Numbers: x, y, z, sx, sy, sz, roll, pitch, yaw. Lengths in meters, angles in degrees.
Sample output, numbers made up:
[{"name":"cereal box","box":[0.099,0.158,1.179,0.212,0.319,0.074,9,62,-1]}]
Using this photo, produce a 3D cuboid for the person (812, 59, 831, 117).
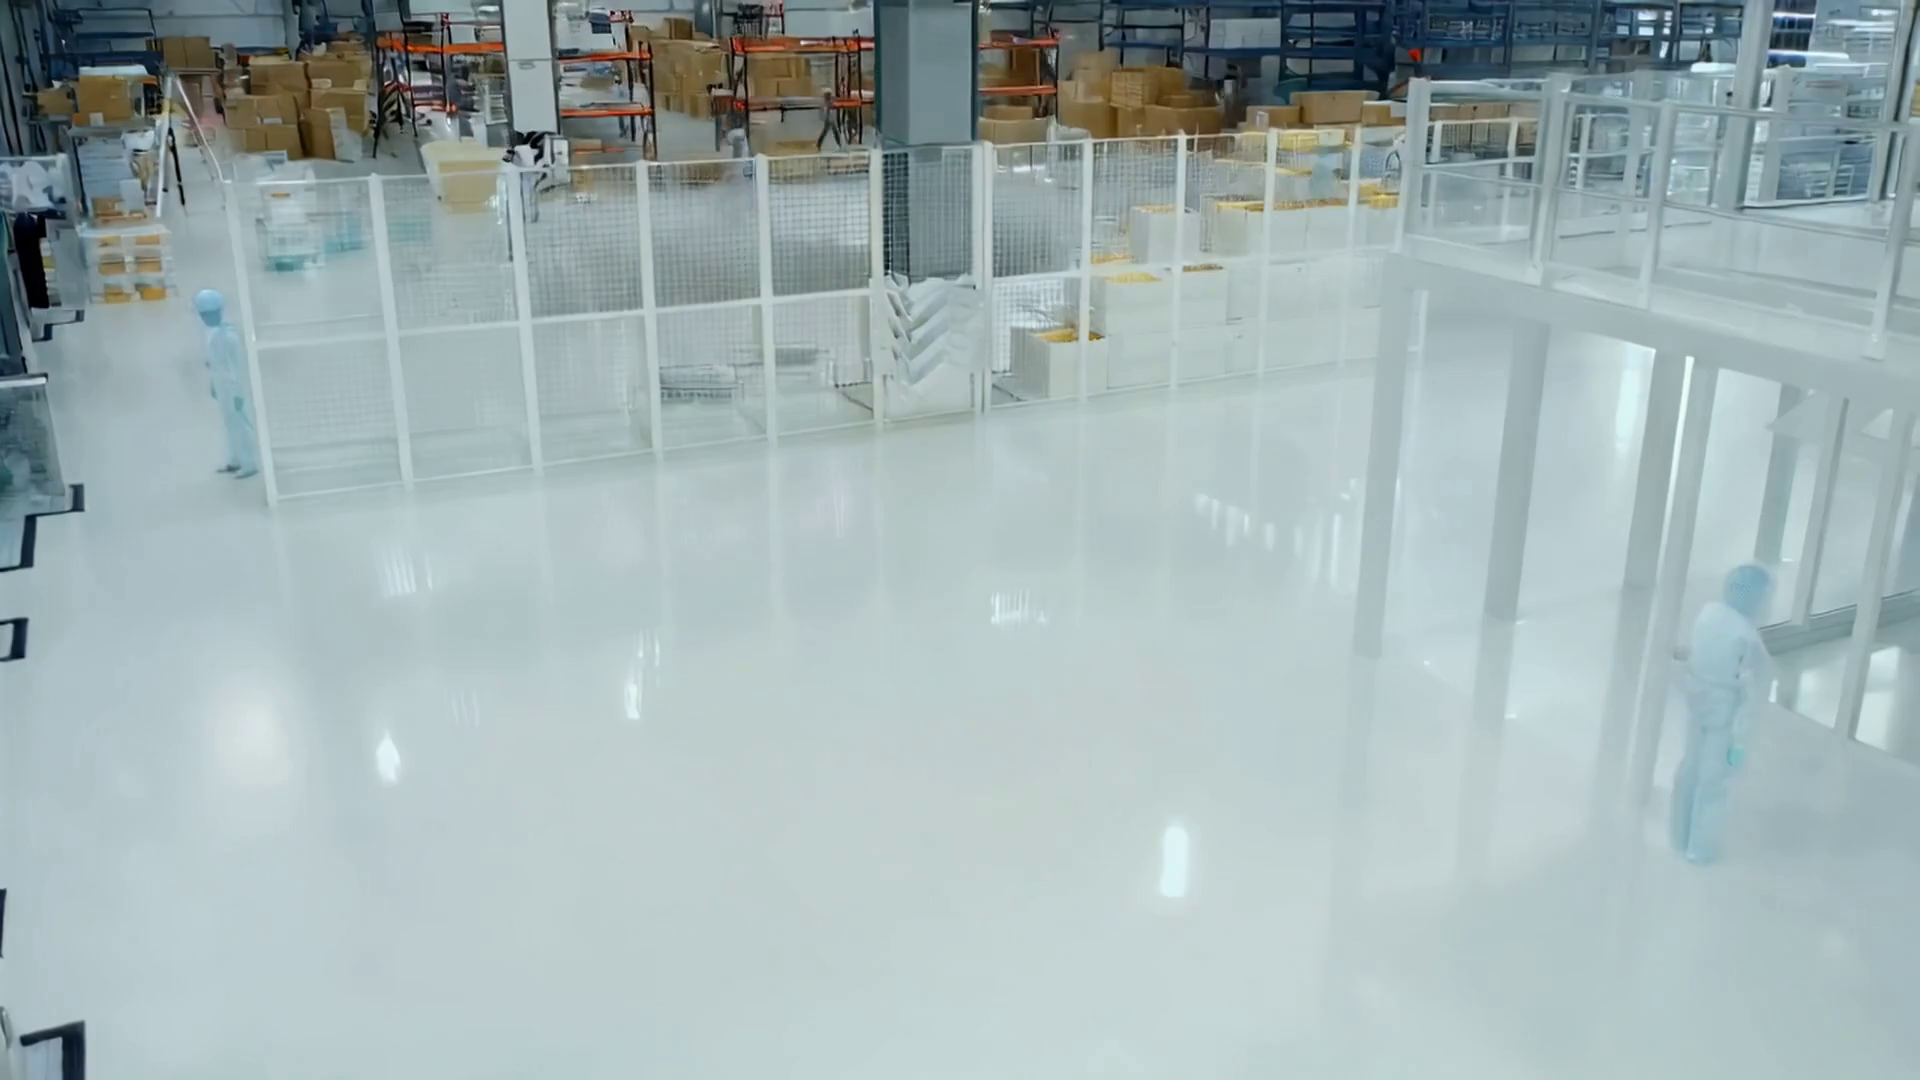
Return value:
[{"name":"person","box":[-4.744,-15.499,57.050,0.625,1.930,0.397,-4,19,-12]}]

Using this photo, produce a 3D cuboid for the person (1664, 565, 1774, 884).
[{"name":"person","box":[4.273,1.009,9.316,0.429,1.841,0.634,1,19,2]}]

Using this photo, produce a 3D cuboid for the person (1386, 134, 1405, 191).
[{"name":"person","box":[8.343,-6.738,31.626,0.548,1.936,0.378,-8,21,-22]}]

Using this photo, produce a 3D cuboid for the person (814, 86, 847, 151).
[{"name":"person","box":[-3.671,-11.734,46.335,0.967,1.802,0.518,-9,21,-25]}]

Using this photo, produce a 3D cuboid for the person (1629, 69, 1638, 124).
[{"name":"person","box":[22.122,-14.550,54.546,0.353,1.757,0.524,2,19,7]}]

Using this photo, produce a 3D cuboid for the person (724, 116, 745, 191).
[{"name":"person","box":[-5.194,-8.900,38.264,0.519,1.682,0.548,7,20,20]}]

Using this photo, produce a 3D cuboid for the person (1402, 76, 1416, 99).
[{"name":"person","box":[12.734,-12.039,46.836,0.683,2.000,0.612,1,19,3]}]

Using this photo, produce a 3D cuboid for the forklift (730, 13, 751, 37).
[{"name":"forklift","box":[-10.475,-23.842,79.782,1.129,2.768,1.873,-9,21,-25]}]

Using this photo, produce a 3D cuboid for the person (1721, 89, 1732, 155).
[{"name":"person","box":[19.330,-10.350,42.010,0.395,1.993,0.614,12,23,32]}]

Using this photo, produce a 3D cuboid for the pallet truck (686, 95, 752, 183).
[{"name":"pallet truck","box":[-5.836,-9.608,39.856,0.823,1.965,1.885,10,22,27]}]

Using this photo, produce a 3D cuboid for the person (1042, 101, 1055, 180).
[{"name":"person","box":[2.148,-9.619,40.083,0.309,1.868,0.535,0,19,0]}]

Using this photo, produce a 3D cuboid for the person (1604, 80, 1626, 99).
[{"name":"person","box":[19.053,-12.534,48.417,0.721,1.940,0.493,4,20,13]}]

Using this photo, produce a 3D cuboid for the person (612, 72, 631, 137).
[{"name":"person","box":[-10.220,-13.142,50.210,0.589,1.923,0.383,-14,23,-35]}]

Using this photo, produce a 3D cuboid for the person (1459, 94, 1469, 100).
[{"name":"person","box":[12.584,-10.296,41.987,0.556,1.911,0.827,-9,21,-24]}]

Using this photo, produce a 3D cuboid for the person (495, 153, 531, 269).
[{"name":"person","box":[-7.598,-5.582,28.281,0.624,1.940,0.413,-14,23,-35]}]

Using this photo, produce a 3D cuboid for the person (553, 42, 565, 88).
[{"name":"person","box":[-17.019,-20.111,70.442,0.662,1.904,0.469,10,21,27]}]

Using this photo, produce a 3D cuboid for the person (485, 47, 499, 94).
[{"name":"person","box":[-18.460,-18.469,65.632,0.542,1.938,0.357,-12,22,-30]}]

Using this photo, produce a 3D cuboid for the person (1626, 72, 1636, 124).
[{"name":"person","box":[22.052,-14.481,54.457,0.619,1.681,0.543,-12,22,-30]}]

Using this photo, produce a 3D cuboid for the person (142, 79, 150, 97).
[{"name":"person","box":[-25.072,-13.436,51.507,0.525,1.631,0.319,9,21,24]}]

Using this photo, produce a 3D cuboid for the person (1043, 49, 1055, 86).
[{"name":"person","box":[3.741,-20.313,71.056,0.699,1.894,0.606,11,22,28]}]

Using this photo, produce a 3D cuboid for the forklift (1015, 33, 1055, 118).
[{"name":"forklift","box":[2.193,-15.552,55.752,1.873,2.768,1.129,-9,21,-25]}]

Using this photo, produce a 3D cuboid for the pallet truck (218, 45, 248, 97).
[{"name":"pallet truck","box":[-28.879,-18.665,66.111,0.823,1.965,1.885,-3,19,-9]}]

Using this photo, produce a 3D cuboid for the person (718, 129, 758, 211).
[{"name":"person","box":[-4.694,-7.765,34.941,0.774,1.719,0.492,-6,20,-18]}]

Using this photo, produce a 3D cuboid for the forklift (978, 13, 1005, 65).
[{"name":"forklift","box":[1.123,-23.530,78.880,1.873,2.768,1.129,6,20,17]}]

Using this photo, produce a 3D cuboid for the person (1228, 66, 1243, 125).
[{"name":"person","box":[9.038,-14.444,54.088,0.645,1.851,0.547,16,25,39]}]

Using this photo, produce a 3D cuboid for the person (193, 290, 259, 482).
[{"name":"person","box":[-7.318,-1.540,16.580,0.589,1.923,0.383,17,25,40]}]

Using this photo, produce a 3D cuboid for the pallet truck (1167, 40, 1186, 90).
[{"name":"pallet truck","box":[9.045,-19.971,69.895,0.823,1.965,1.885,-3,19,-8]}]

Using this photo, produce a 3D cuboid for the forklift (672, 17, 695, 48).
[{"name":"forklift","box":[-11.994,-21.337,72.523,1.129,2.768,1.873,-13,23,-33]}]

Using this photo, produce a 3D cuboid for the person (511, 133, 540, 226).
[{"name":"person","box":[-8.605,-7.099,32.846,0.429,1.832,0.628,14,23,35]}]

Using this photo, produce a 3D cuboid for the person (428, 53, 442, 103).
[{"name":"person","box":[-20.069,-17.497,62.958,0.956,1.848,0.586,11,22,29]}]

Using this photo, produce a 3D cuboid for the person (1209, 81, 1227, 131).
[{"name":"person","box":[7.178,-11.923,46.709,0.604,1.900,0.540,-11,22,-29]}]

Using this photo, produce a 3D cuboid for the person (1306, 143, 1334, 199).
[{"name":"person","box":[6.584,-6.283,30.379,0.651,1.899,1.013,-13,23,-32]}]

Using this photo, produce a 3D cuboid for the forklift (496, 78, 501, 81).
[{"name":"forklift","box":[-16.280,-17.529,61.485,1.873,2.768,1.129,-9,21,-25]}]
